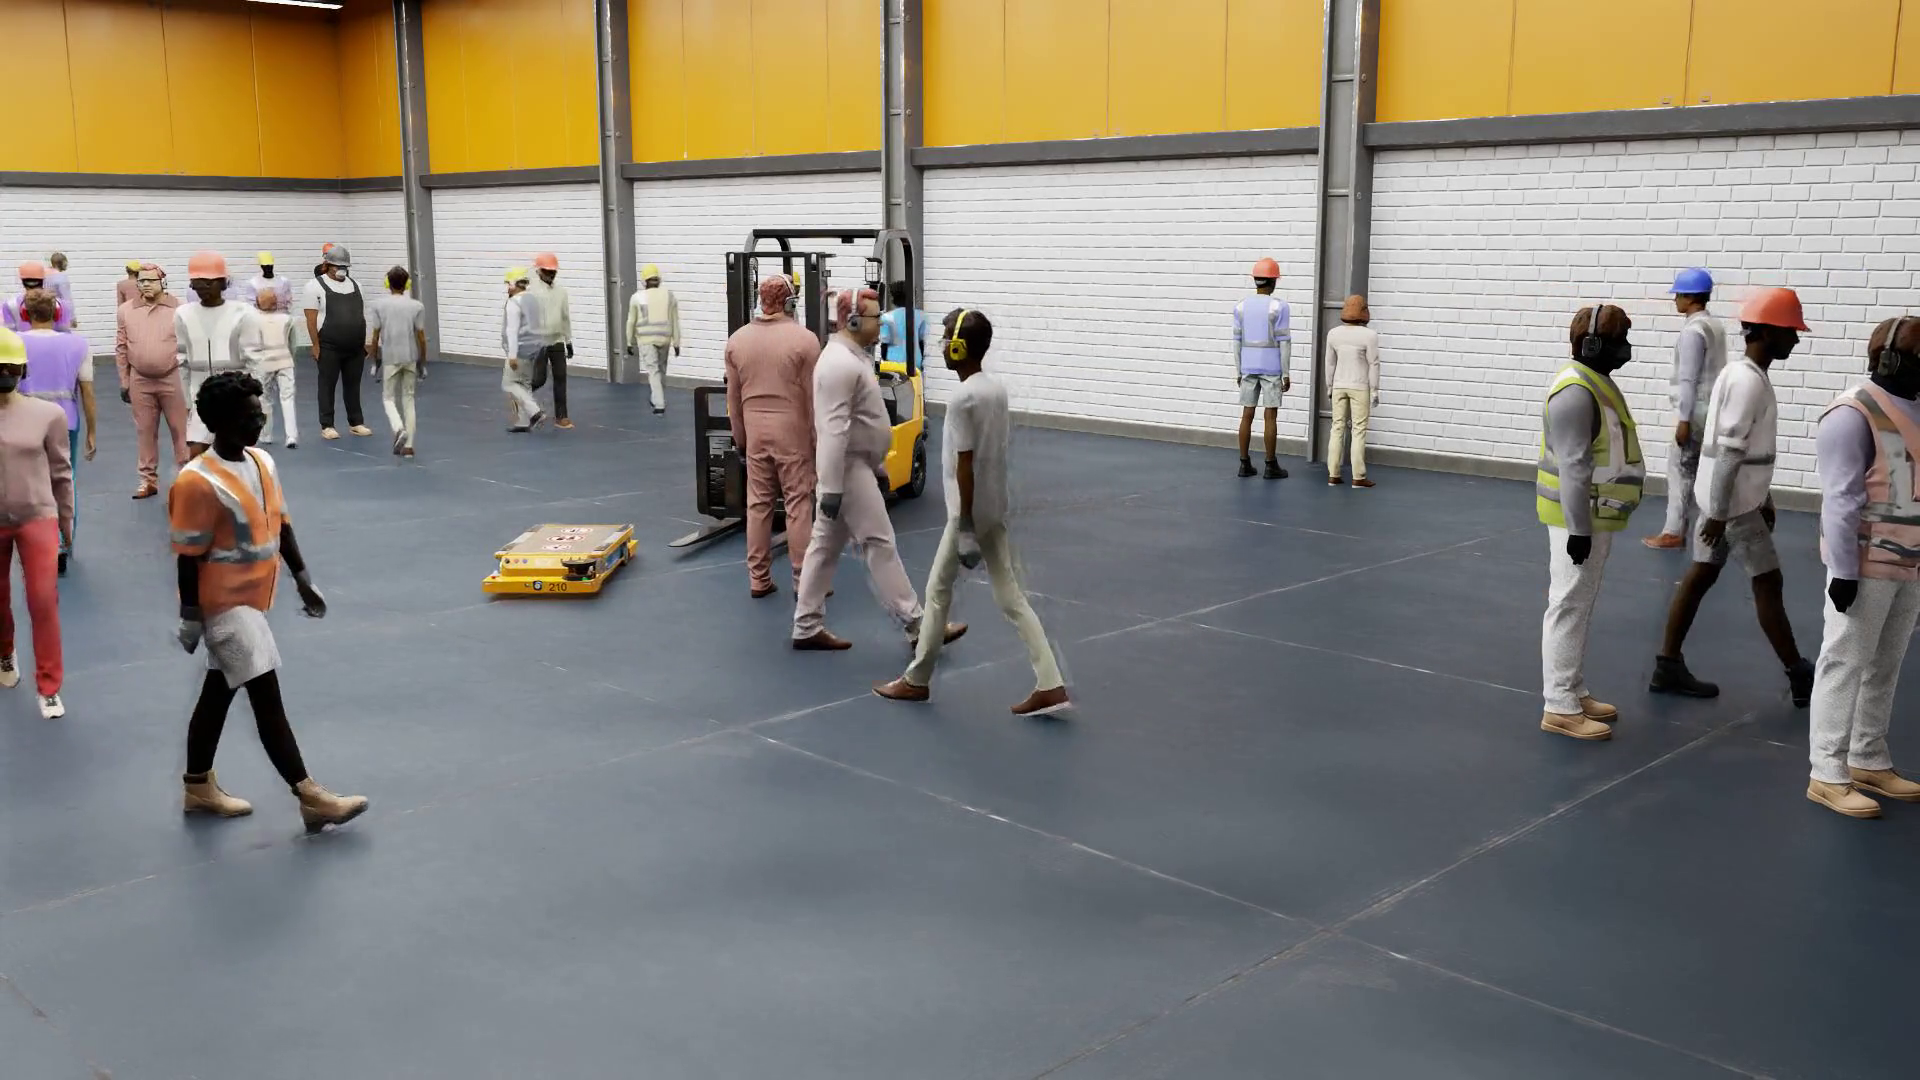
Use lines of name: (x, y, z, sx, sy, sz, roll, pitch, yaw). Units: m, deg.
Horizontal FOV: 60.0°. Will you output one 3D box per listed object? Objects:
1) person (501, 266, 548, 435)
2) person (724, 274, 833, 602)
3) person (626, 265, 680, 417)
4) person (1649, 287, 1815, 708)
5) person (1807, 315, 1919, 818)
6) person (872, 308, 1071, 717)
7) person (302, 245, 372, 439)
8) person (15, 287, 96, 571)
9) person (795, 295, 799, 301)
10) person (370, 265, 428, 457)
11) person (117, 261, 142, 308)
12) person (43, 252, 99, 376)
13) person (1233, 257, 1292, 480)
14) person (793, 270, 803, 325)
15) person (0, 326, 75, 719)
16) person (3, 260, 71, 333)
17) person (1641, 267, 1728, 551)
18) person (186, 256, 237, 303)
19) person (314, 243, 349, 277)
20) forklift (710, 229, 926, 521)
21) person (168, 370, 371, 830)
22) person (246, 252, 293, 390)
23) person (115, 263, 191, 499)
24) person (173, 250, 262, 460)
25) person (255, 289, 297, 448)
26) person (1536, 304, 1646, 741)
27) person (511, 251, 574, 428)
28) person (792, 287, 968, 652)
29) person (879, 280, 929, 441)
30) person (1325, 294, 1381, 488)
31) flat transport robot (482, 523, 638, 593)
person: (-4.645, -2.004, 17.706, 0.451, 1.810, 0.610, 2, 11, 12)
person: (-1.036, -0.593, 9.739, 0.636, 1.911, 0.405, 5, 11, 24)
person: (-3.658, -2.371, 19.778, 0.597, 1.780, 0.932, -6, 12, -30)
person: (3.651, -0.176, 7.507, 0.954, 1.890, 0.557, 4, 11, 19)
person: (3.435, 0.093, 6.185, 0.627, 1.844, 0.429, -7, 12, -33)
person: (0.085, -0.118, 7.410, 0.997, 1.826, 0.530, 6, 12, 31)
person: (-6.526, -2.097, 17.578, 0.535, 2.000, 0.674, 8, 13, 38)
person: (-5.870, -0.719, 10.716, 0.573, 1.811, 0.947, -8, 13, -36)
person: (-1.987, -2.233, 19.479, 0.575, 1.598, 0.521, 3, 11, 17)
person: (-5.389, -1.706, 15.966, 0.541, 1.848, 0.441, -5, 11, -25)
person: (-12.968, -3.517, 26.154, 0.523, 1.728, 0.589, 1, 10, 5)
person: (-13.503, -3.347, 24.862, 0.648, 1.886, 0.994, 9, 14, 41)
person: (2.659, -1.498, 14.595, 0.545, 1.939, 0.354, 8, 13, 36)
person: (-1.936, -2.190, 18.924, 0.331, 1.733, 0.489, -1, 10, -4)
person: (-4.293, -0.103, 7.534, 0.526, 1.740, 0.769, -6, 12, -29)
person: (-8.879, -1.737, 16.037, 0.559, 1.901, 0.971, -4, 11, -19)
person: (5.020, -0.860, 11.142, 0.656, 1.928, 0.618, 7, 13, 35)
person: (-8.470, -2.294, 19.029, 0.408, 1.906, 0.638, 5, 12, 26)
person: (-10.938, -4.170, 29.008, 0.611, 1.995, 0.380, -10, 14, -42)
forklift: (-1.050, -1.319, 12.920, 1.214, 2.155, 2.313, 2, 11, 13)
person: (-2.495, 0.226, 5.969, 0.841, 1.654, 0.540, 0, 10, 2)
person: (-9.441, -2.991, 22.831, 0.612, 1.898, 0.719, -7, 12, -33)
person: (-6.518, -1.288, 13.533, 0.642, 1.909, 0.410, -2, 11, -11)
person: (-5.109, -0.973, 11.488, 0.606, 2.024, 0.532, -1, 10, -4)
person: (-6.928, -1.727, 16.790, 0.500, 1.594, 0.833, -6, 12, -31)
person: (2.701, -0.084, 7.149, 0.429, 1.844, 0.627, 5, 12, 27)
person: (-4.651, -2.222, 18.477, 0.727, 1.964, 0.653, 9, 14, 40)
person: (-0.432, -0.335, 8.436, 0.951, 1.860, 0.679, 0, 10, -2)
person: (-0.561, -1.790, 16.864, 0.543, 1.681, 0.594, -5, 12, -25)
person: (3.332, -1.259, 14.113, 0.507, 1.636, 0.275, 10, 14, 43)
flat transport robot: (-2.479, 0.097, 10.447, 0.652, 0.197, 1.431, 0, 10, 0)
